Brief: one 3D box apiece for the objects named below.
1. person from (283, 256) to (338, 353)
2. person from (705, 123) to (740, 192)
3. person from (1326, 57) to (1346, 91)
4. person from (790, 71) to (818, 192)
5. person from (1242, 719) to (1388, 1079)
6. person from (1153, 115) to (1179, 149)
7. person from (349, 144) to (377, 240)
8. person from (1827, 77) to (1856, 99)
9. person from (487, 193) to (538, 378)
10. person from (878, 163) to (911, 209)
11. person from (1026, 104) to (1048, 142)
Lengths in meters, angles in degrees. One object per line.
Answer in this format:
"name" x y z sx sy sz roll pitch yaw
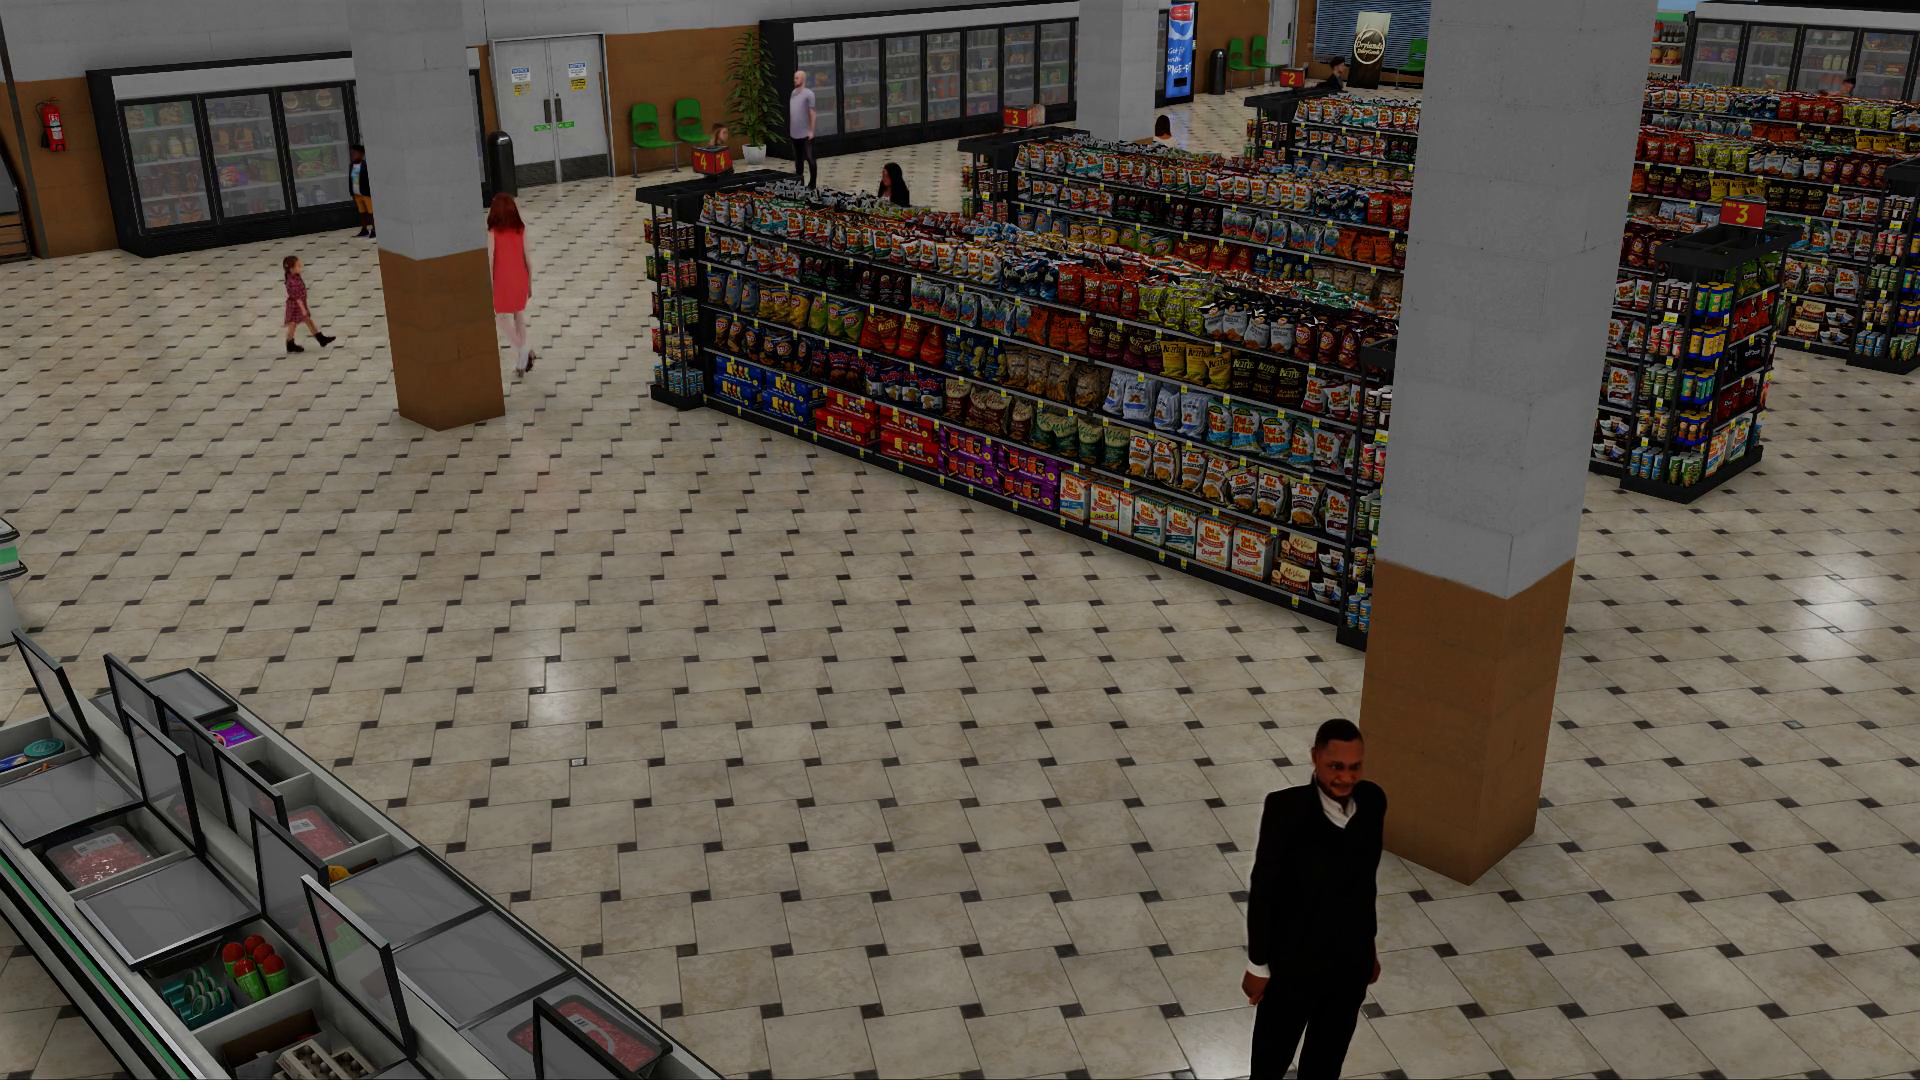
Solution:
"person" -6.914 -2.427 17.214 0.710 1.001 0.717 -5 22 -13
"person" -3.192 -4.517 21.541 1.183 1.655 0.944 8 23 19
"person" 6.043 -6.987 27.436 1.336 1.843 1.077 7 23 17
"person" -2.458 -6.382 25.938 0.519 1.837 0.733 19 28 39
"person" 1.327 1.511 6.204 0.799 1.904 0.784 -7 23 -16
"person" 2.701 -4.859 22.354 0.698 1.682 0.685 -7 23 -17
"person" -8.125 -4.761 22.666 0.579 1.268 0.660 7 23 17
"person" 13.631 -6.367 26.044 0.853 1.730 0.653 -7 23 -16
"person" -4.326 -2.431 16.137 0.653 1.813 0.886 -17 27 -36
"person" -0.691 -3.535 19.202 1.088 1.577 0.839 14 26 32
"person" 0.983 -5.076 22.840 0.841 1.722 0.648 20 29 40
